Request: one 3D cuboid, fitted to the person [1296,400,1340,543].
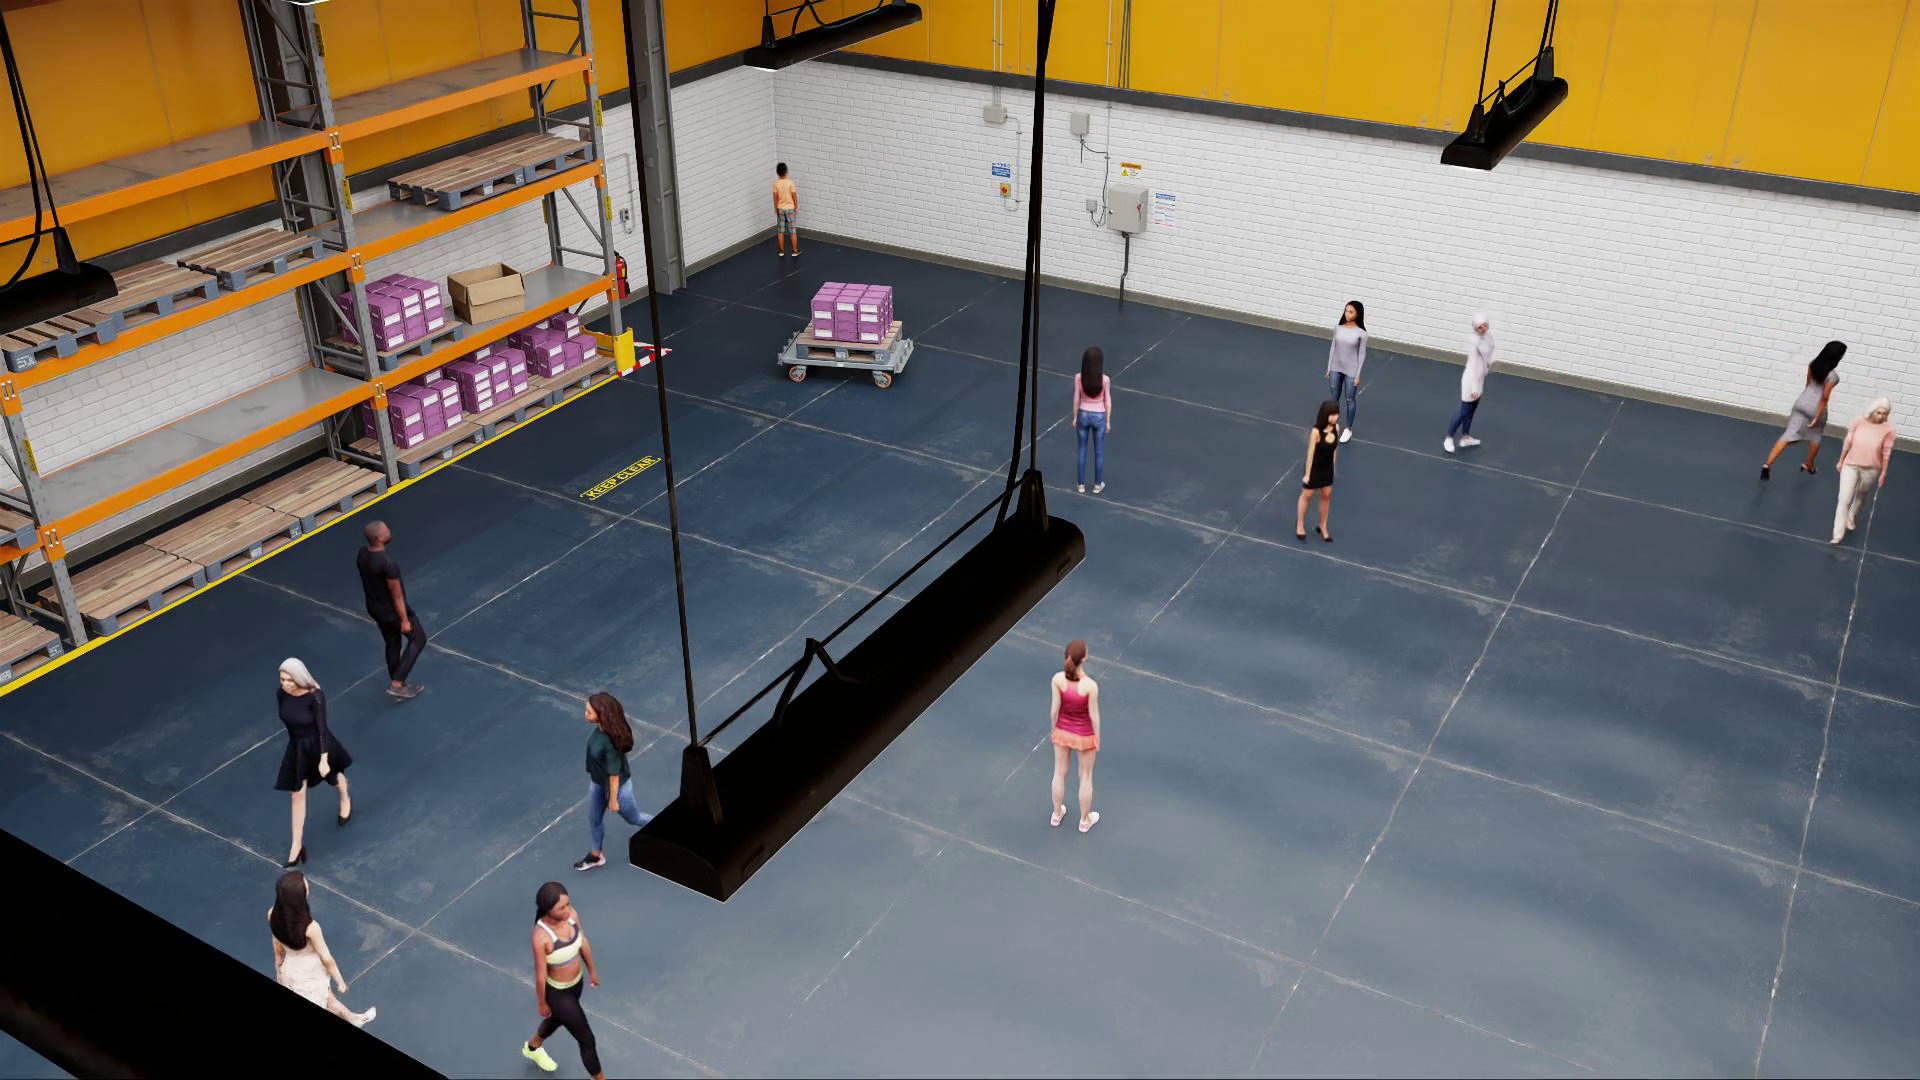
[{"bbox_3d":[3.772,-0.762,17.641,0.725,1.636,0.787,-13,31,-22],"label":"person"}]

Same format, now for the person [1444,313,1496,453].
[{"bbox_3d":[6.071,-1.897,19.601,0.814,1.752,0.575,11,30,18],"label":"person"}]

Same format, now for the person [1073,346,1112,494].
[{"bbox_3d":[1.468,-1.354,18.615,0.635,1.742,0.610,6,29,10],"label":"person"}]

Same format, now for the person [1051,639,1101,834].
[{"bbox_3d":[0.915,1.550,13.280,0.595,1.754,0.598,11,30,19],"label":"person"}]

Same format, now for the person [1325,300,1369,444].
[{"bbox_3d":[4.613,-2.035,19.870,0.640,1.736,0.582,22,35,34],"label":"person"}]

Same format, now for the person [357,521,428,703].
[{"bbox_3d":[-5.143,0.684,14.806,0.720,1.813,0.714,22,35,34],"label":"person"}]

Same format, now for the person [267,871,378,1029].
[{"bbox_3d":[-4.302,2.940,10.800,0.601,1.688,1.055,13,31,23],"label":"person"}]

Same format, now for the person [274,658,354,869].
[{"bbox_3d":[-5.072,1.644,13.159,0.849,1.704,1.229,6,29,10],"label":"person"}]

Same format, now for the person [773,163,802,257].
[{"bbox_3d":[-2.707,-5.139,25.847,0.589,1.461,0.602,3,29,5],"label":"person"}]

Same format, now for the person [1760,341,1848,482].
[{"bbox_3d":[9.471,-1.399,18.714,1.210,1.726,1.026,-15,32,-25],"label":"person"}]

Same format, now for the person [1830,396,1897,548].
[{"bbox_3d":[9.573,-0.783,17.658,0.635,1.655,1.147,14,32,25],"label":"person"}]

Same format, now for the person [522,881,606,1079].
[{"bbox_3d":[-2.649,2.905,10.842,0.692,1.709,1.074,13,31,22],"label":"person"}]

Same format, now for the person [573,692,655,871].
[{"bbox_3d":[-2.593,1.870,12.872,1.149,1.581,1.012,-11,31,-20],"label":"person"}]
